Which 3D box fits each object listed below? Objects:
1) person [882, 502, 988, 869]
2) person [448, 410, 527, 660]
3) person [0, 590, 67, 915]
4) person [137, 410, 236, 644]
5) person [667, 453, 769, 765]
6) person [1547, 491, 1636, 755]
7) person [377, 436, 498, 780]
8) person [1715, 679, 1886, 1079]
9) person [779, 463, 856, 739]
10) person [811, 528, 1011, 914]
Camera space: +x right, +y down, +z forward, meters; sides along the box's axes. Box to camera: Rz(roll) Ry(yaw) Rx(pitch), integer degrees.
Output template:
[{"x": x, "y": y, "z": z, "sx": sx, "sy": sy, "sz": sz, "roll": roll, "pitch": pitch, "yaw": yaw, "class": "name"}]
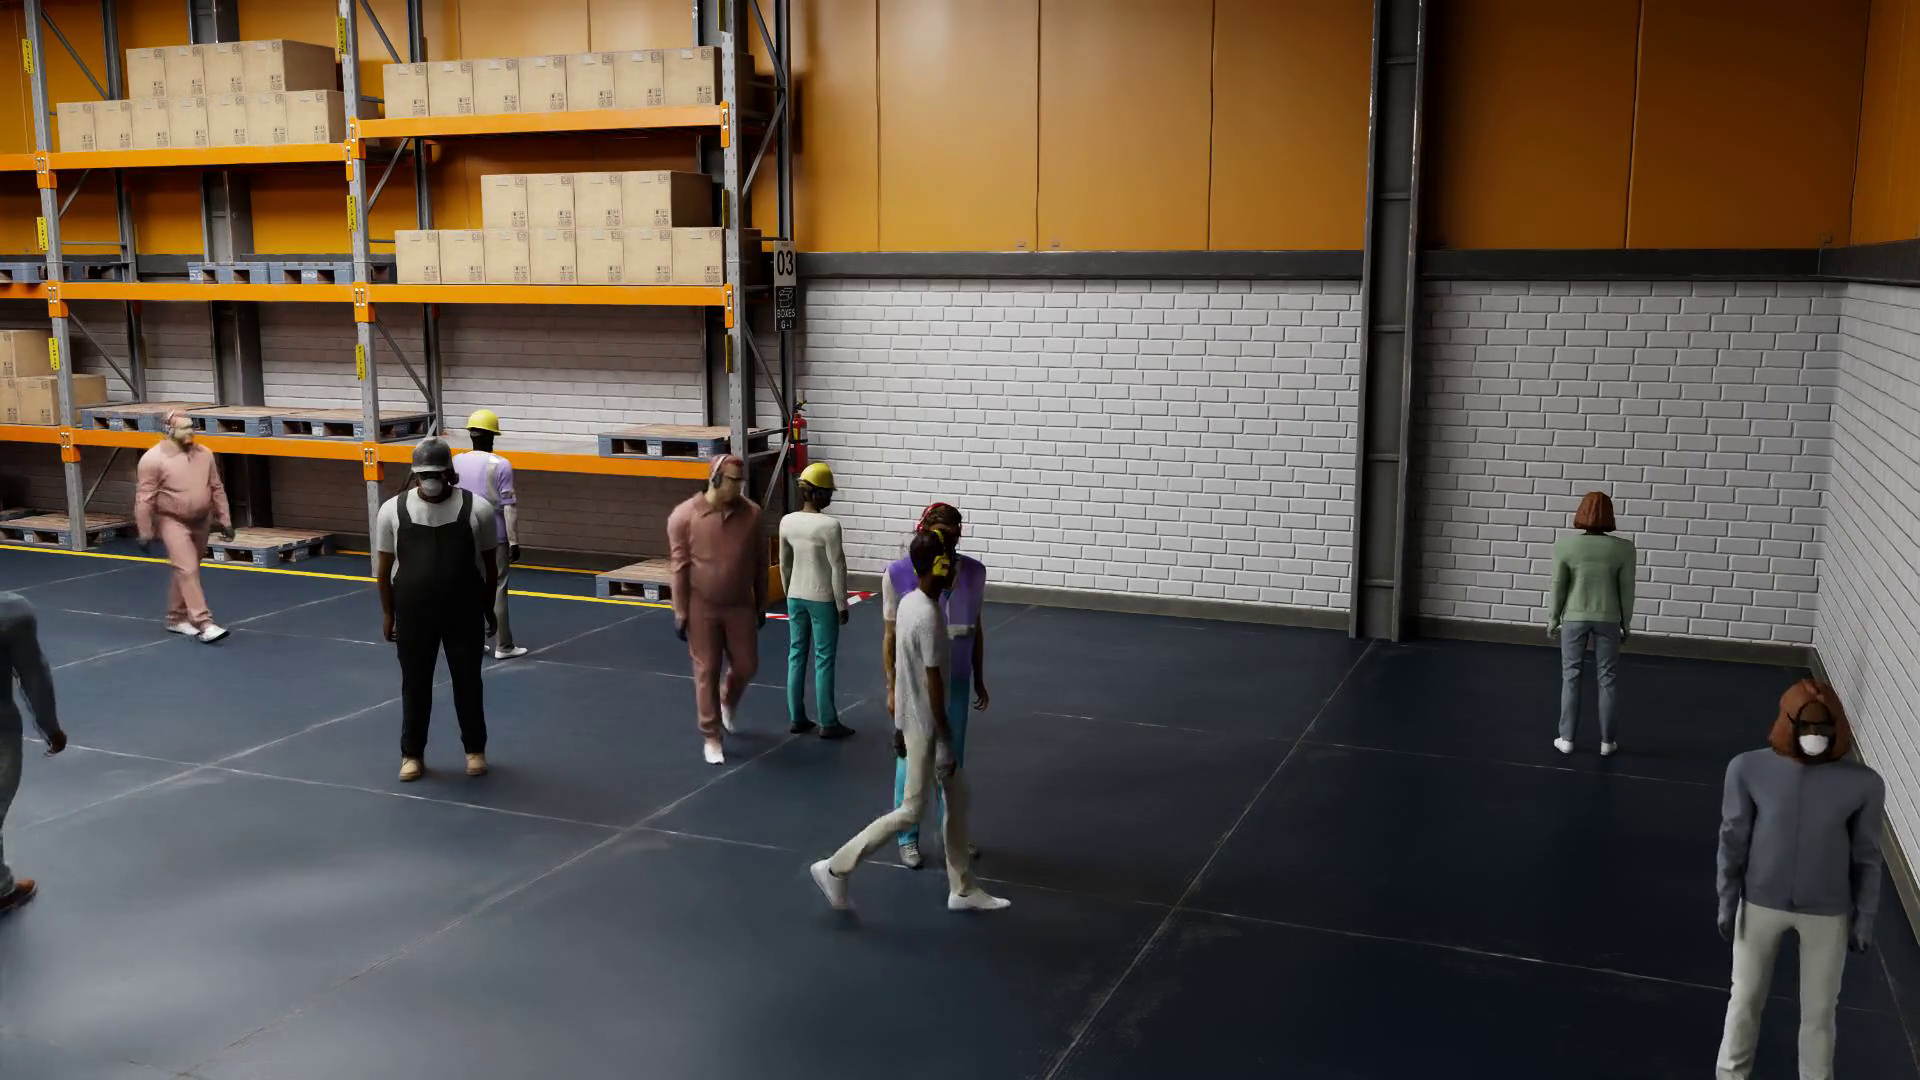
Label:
[{"x": -0.125, "y": 0.716, "z": 8.416, "sx": 0.564, "sy": 1.839, "sz": 0.390, "roll": -5, "pitch": 10, "yaw": -27, "class": "person"}, {"x": -3.624, "y": -0.035, "z": 12.723, "sx": 0.585, "sy": 1.920, "sz": 0.374, "roll": 3, "pitch": 10, "yaw": 17, "class": "person"}, {"x": -4.388, "y": 0.871, "z": 7.341, "sx": 0.636, "sy": 1.897, "sz": 1.015, "roll": -1, "pitch": 9, "yaw": -4, "class": "person"}, {"x": -6.134, "y": -0.104, "z": 13.312, "sx": 0.954, "sy": 1.861, "sz": 0.670, "roll": 4, "pitch": 10, "yaw": 25, "class": "person"}, {"x": -1.479, "y": 0.396, "z": 10.237, "sx": 0.646, "sy": 1.886, "sz": 0.597, "roll": -4, "pitch": 10, "yaw": -24, "class": "person"}, {"x": 3.883, "y": 0.514, "z": 10.254, "sx": 0.498, "sy": 1.634, "sz": 0.284, "roll": 3, "pitch": 10, "yaw": 16, "class": "person"}, {"x": -3.046, "y": 0.397, "z": 9.734, "sx": 0.688, "sy": 2.000, "sz": 0.536, "roll": -2, "pitch": 10, "yaw": -15, "class": "person"}, {"x": 2.856, "y": 1.272, "z": 5.687, "sx": 0.502, "sy": 1.629, "sz": 0.280, "roll": 4, "pitch": 10, "yaw": 23, "class": "person"}, {"x": -0.917, "y": 0.388, "z": 10.645, "sx": 0.523, "sy": 1.760, "sz": 0.328, "roll": 7, "pitch": 12, "yaw": 36, "class": "person"}, {"x": -0.229, "y": 0.857, "z": 7.642, "sx": 0.879, "sy": 1.826, "sz": 0.518, "roll": -1, "pitch": 9, "yaw": -5, "class": "person"}]
